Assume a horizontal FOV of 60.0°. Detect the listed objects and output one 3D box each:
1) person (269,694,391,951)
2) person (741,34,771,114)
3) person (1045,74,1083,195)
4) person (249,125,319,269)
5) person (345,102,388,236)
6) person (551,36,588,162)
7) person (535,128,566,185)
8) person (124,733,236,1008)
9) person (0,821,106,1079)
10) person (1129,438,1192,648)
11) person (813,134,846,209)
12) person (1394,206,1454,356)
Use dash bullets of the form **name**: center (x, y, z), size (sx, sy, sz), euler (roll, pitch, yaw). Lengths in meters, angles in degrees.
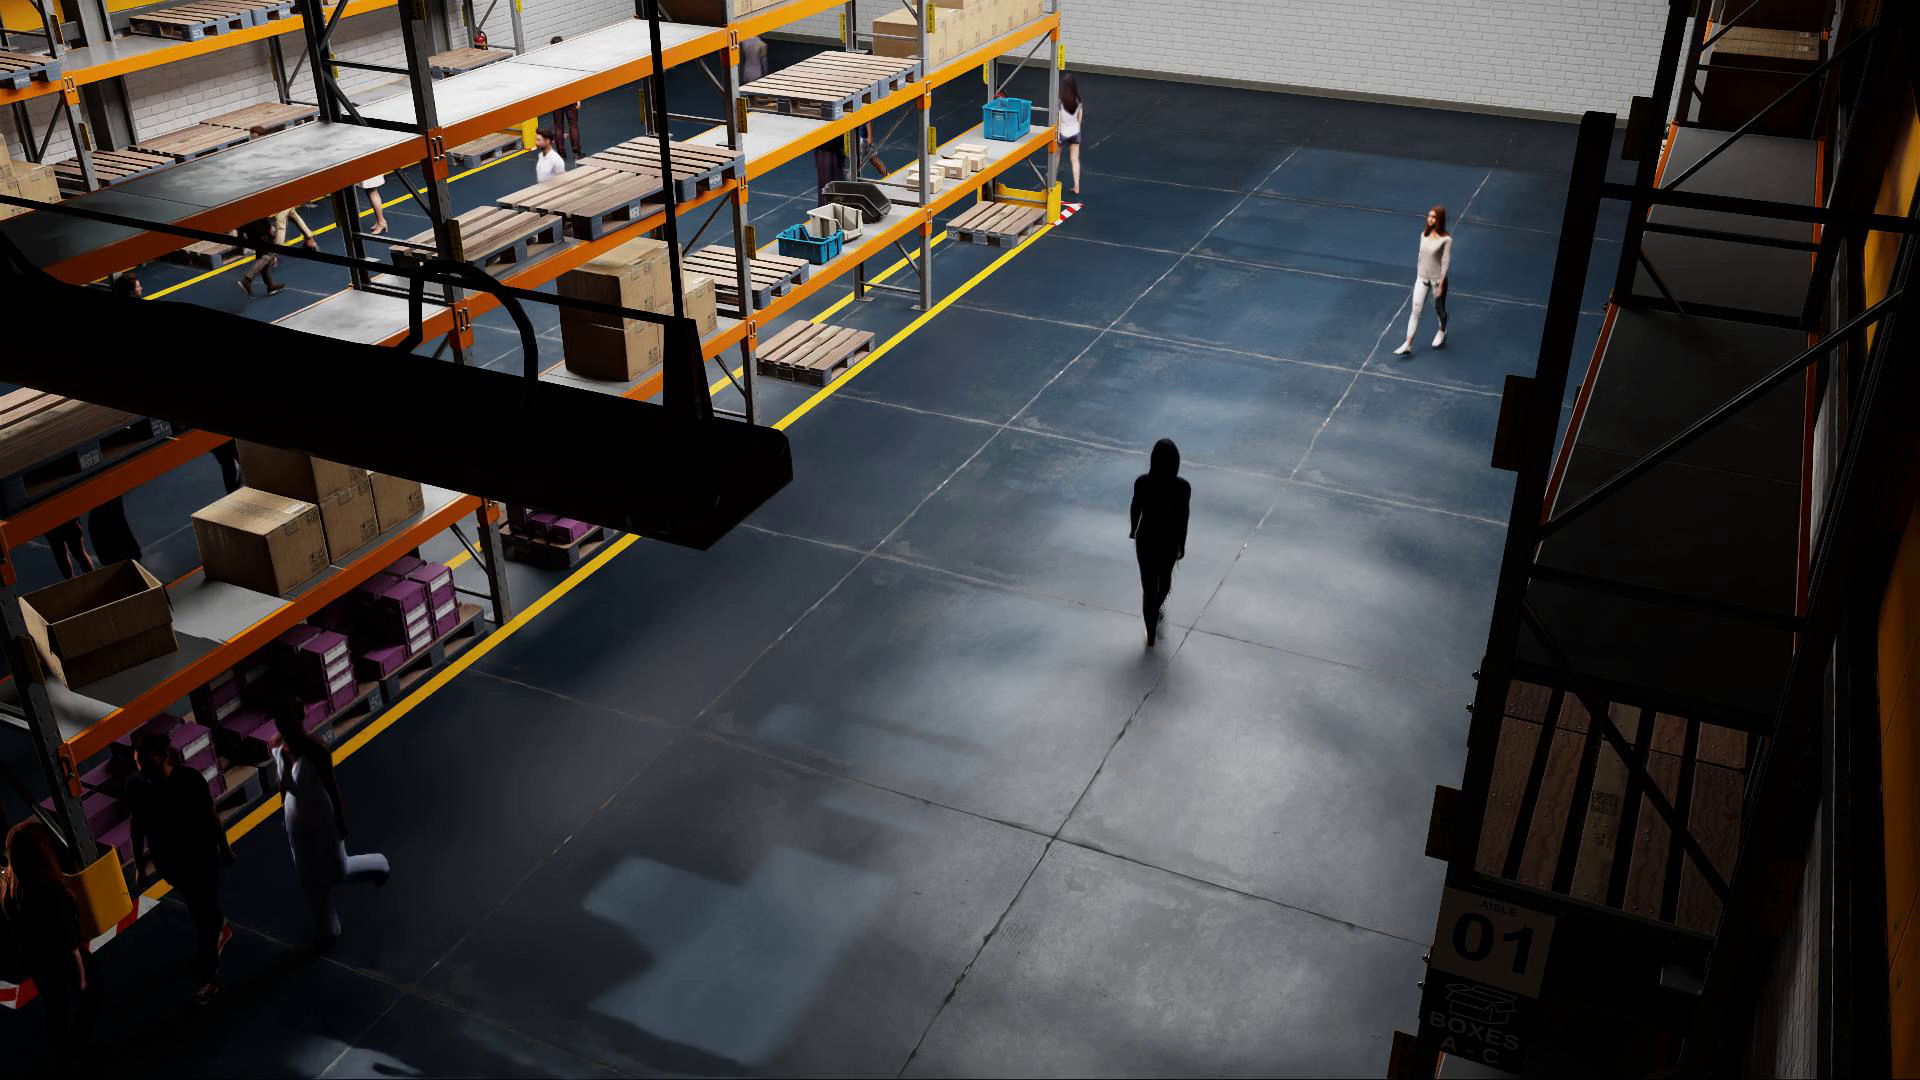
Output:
- **person**: center (-3.891, 1.662, 10.179), size (0.612, 1.769, 0.862), euler (11, 30, 19)
- **person**: center (-3.325, -7.394, 26.760), size (0.720, 1.787, 1.192), euler (14, 31, 23)
- **person**: center (1.592, -5.820, 24.015), size (1.092, 1.654, 1.137), euler (-11, 30, -19)
- **person**: center (-8.660, -4.423, 21.316), size (0.935, 1.785, 1.274), euler (23, 36, 36)
- **person**: center (-8.011, -5.003, 22.398), size (0.847, 1.769, 0.778), euler (-8, 30, -14)
- **person**: center (-6.092, -6.772, 25.543), size (0.756, 1.862, 0.716), euler (2, 29, 4)
- **person**: center (-5.081, -4.282, 20.991), size (0.797, 1.850, 0.789), euler (-21, 35, -33)
- **person**: center (-4.579, 1.828, 9.914), size (0.890, 1.730, 1.096), euler (0, 29, 1)
- **person**: center (-5.009, 2.328, 9.030), size (0.673, 1.698, 0.722), euler (7, 29, 13)
- **person**: center (1.564, 0.048, 13.220), size (0.833, 1.690, 1.130), euler (4, 29, 6)
- **person**: center (-1.795, -5.163, 22.852), size (0.643, 1.615, 0.630), euler (8, 30, 14)
- **person**: center (5.356, -2.915, 18.667), size (1.205, 1.676, 0.874), euler (-24, 37, -37)
